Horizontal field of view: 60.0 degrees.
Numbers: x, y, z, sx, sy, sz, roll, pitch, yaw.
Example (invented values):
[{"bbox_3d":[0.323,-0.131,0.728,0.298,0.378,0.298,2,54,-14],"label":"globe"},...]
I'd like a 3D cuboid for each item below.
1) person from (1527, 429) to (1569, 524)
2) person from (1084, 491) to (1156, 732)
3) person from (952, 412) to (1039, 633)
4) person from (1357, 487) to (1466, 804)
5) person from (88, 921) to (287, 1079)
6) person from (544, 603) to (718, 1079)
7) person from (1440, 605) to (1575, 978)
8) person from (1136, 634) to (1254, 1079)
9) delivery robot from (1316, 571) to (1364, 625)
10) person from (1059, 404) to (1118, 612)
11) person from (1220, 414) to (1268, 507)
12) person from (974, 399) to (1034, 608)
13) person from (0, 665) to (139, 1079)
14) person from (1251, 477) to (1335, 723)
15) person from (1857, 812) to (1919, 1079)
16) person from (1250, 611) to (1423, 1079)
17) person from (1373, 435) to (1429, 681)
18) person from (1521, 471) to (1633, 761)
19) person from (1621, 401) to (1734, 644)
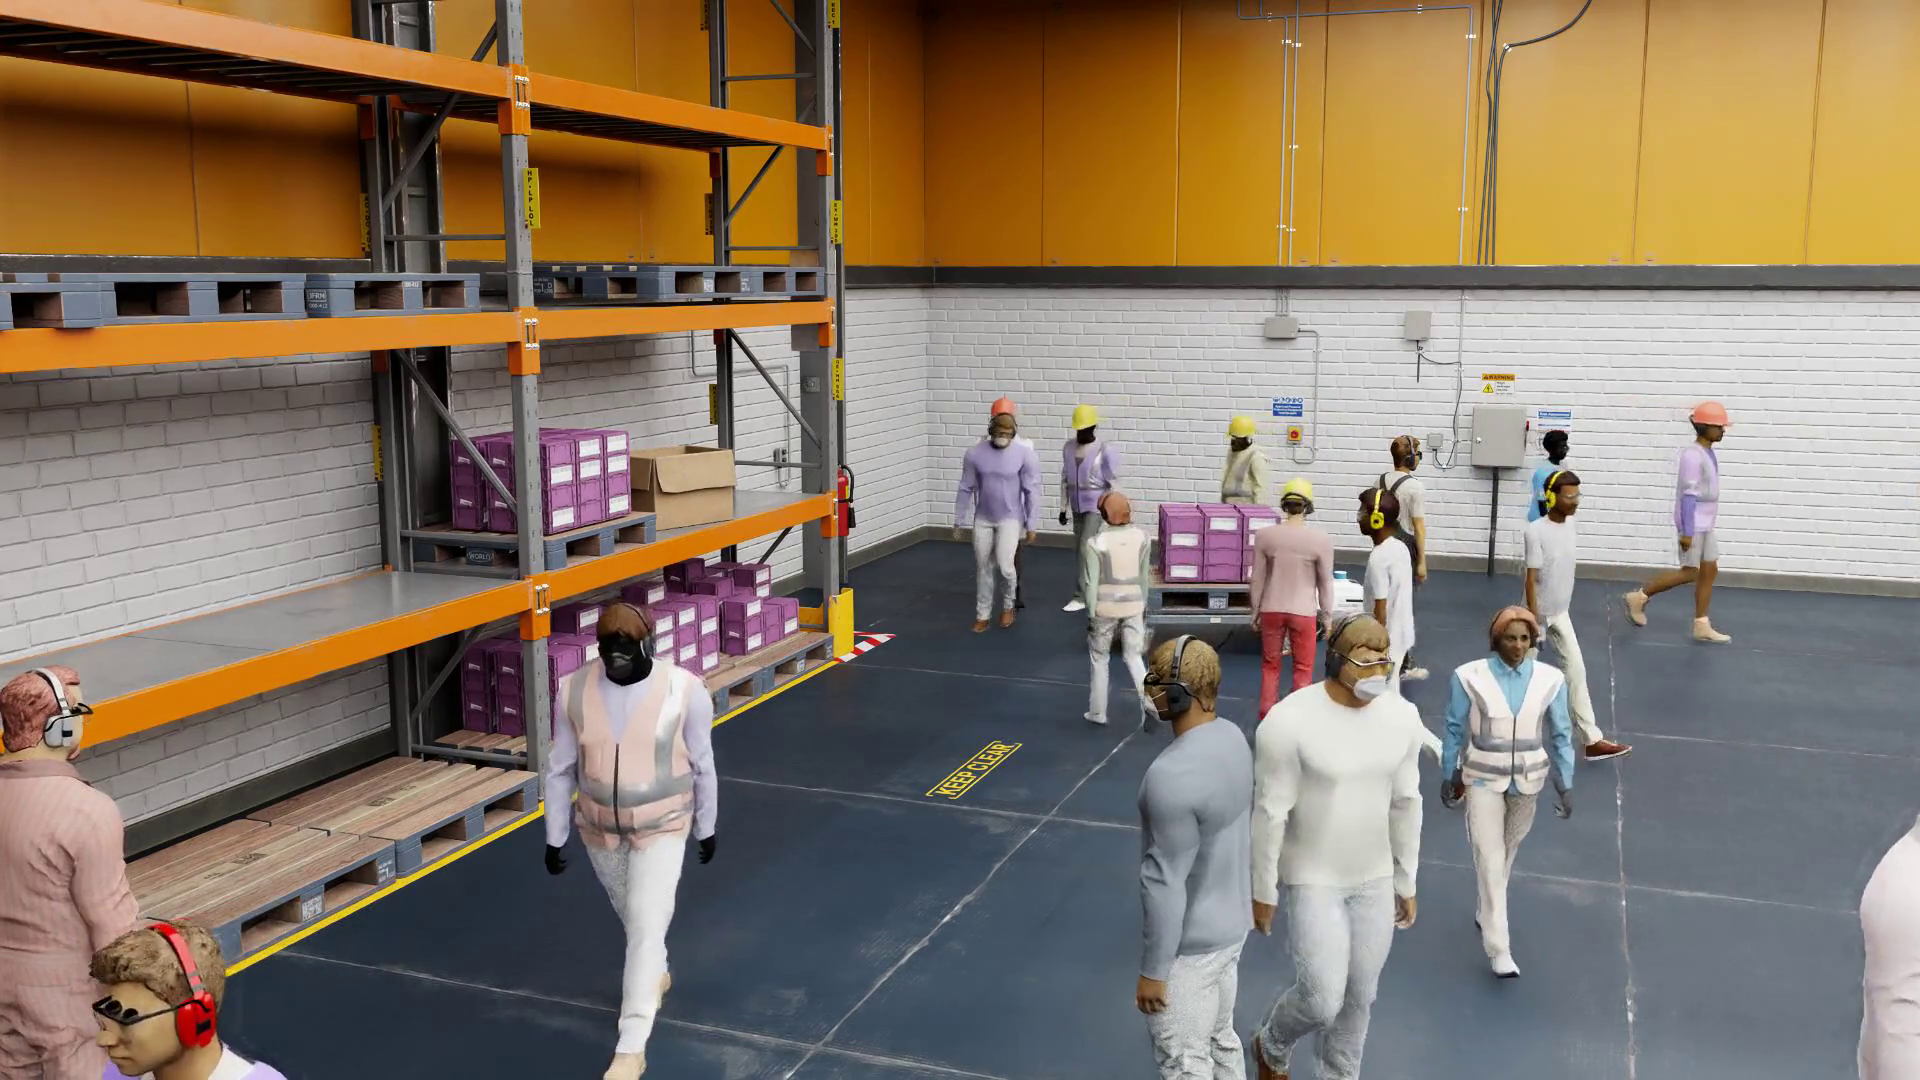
[{"bbox_3d":[5.265,-0.155,14.807,0.416,1.675,0.557,8,12,42],"label":"person"},{"bbox_3d":[1.070,0.479,11.020,0.508,1.611,0.663,-3,10,-19],"label":"person"},{"bbox_3d":[0.296,-0.140,14.032,0.733,1.901,0.445,4,10,23],"label":"person"},{"bbox_3d":[2.533,0.621,9.486,0.839,1.841,0.538,5,10,26],"label":"person"},{"bbox_3d":[-1.446,1.610,3.252,0.561,1.833,0.433,7,12,39],"label":"person"},{"bbox_3d":[-1.288,1.117,6.514,0.644,1.791,0.975,1,9,9],"label":"person"},{"bbox_3d":[2.412,1.082,7.293,0.541,1.587,0.848,0,9,1],"label":"person"},{"bbox_3d":[0.732,1.251,5.231,0.367,1.932,0.623,4,10,26],"label":"person"},{"bbox_3d":[3.174,0.504,13.911,0.707,0.478,0.477,1,9,6],"label":"delivery robot"},{"bbox_3d":[1.228,-0.312,15.192,0.800,1.885,0.632,-8,12,-42],"label":"person"},{"bbox_3d":[2.659,-0.279,15.260,0.630,1.785,0.655,-2,9,-14],"label":"person"},{"bbox_3d":[0.395,-0.315,15.073,0.544,1.924,0.451,0,9,1],"label":"person"},{"bbox_3d":[-2.670,1.310,4.935,0.639,1.902,0.401,3,9,18],"label":"person"},{"bbox_3d":[2.137,0.472,10.682,0.537,1.747,0.392,4,10,26],"label":"person"},{"bbox_3d":[2.594,1.419,4.280,0.683,1.885,0.556,-7,11,-37],"label":"person"},{"bbox_3d":[1.290,1.172,5.726,0.644,1.917,0.485,-4,10,-21],"label":"person"},{"bbox_3d":[3.311,0.132,12.502,0.342,1.846,0.509,-5,10,-30],"label":"person"},{"bbox_3d":[3.749,0.484,10.366,0.570,1.817,0.951,-6,11,-32],"label":"person"},{"bbox_3d":[6.020,-0.158,13.817,0.789,2.021,0.604,7,12,38],"label":"person"}]
